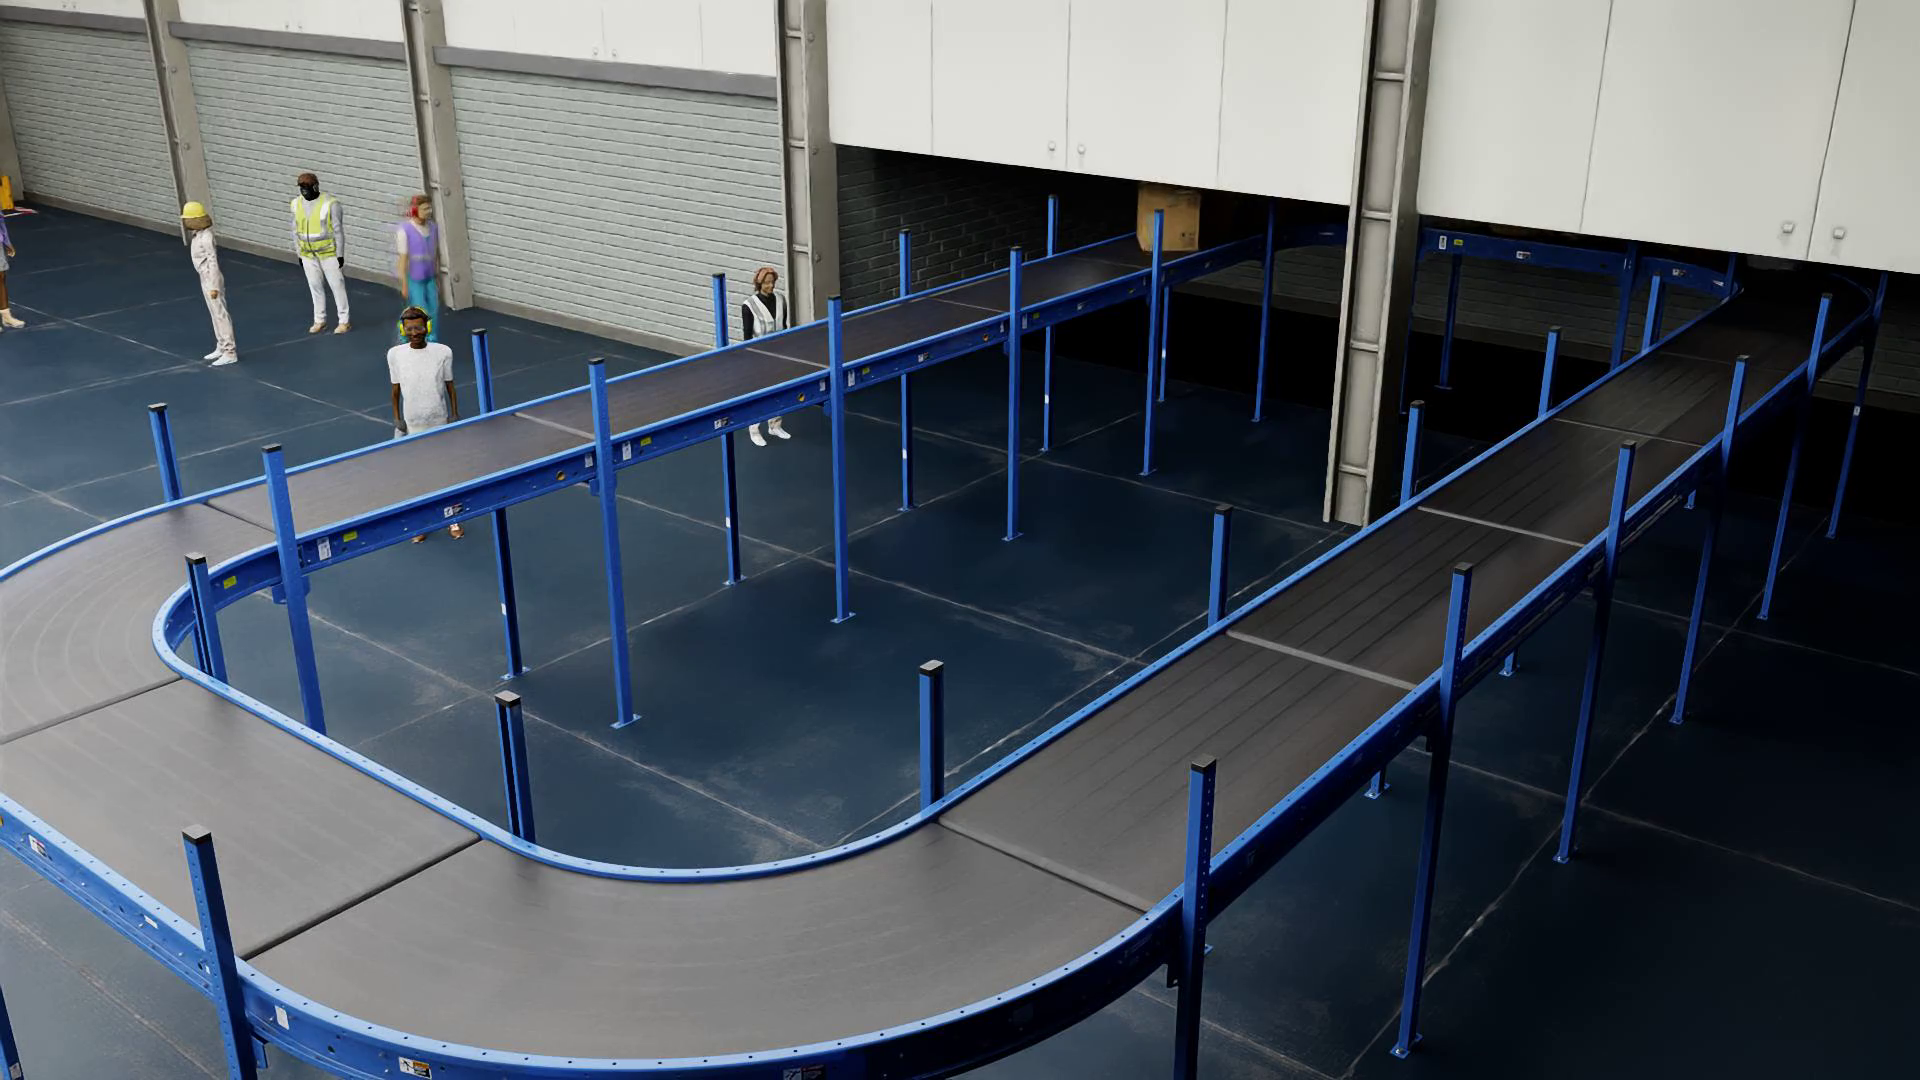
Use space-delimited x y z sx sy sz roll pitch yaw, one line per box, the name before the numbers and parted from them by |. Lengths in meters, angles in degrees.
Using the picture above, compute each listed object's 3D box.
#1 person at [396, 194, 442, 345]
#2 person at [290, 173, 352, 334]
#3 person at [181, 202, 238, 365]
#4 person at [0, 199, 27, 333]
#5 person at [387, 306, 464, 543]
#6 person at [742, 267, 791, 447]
person | -5.799 -2.783 17.771 0.530 1.822 0.600 9 23 22
person | -7.319 -3.274 19.012 0.617 1.836 0.428 3 22 8
person | -8.035 -2.741 17.779 0.314 1.739 0.485 -13 25 -31
person | -11.135 -3.397 19.049 0.392 2.033 0.605 9 23 22
person | -4.145 -0.900 12.926 0.507 1.872 0.329 -7 22 -16
person | -1.768 -1.694 15.250 0.314 1.641 0.515 20 29 41
